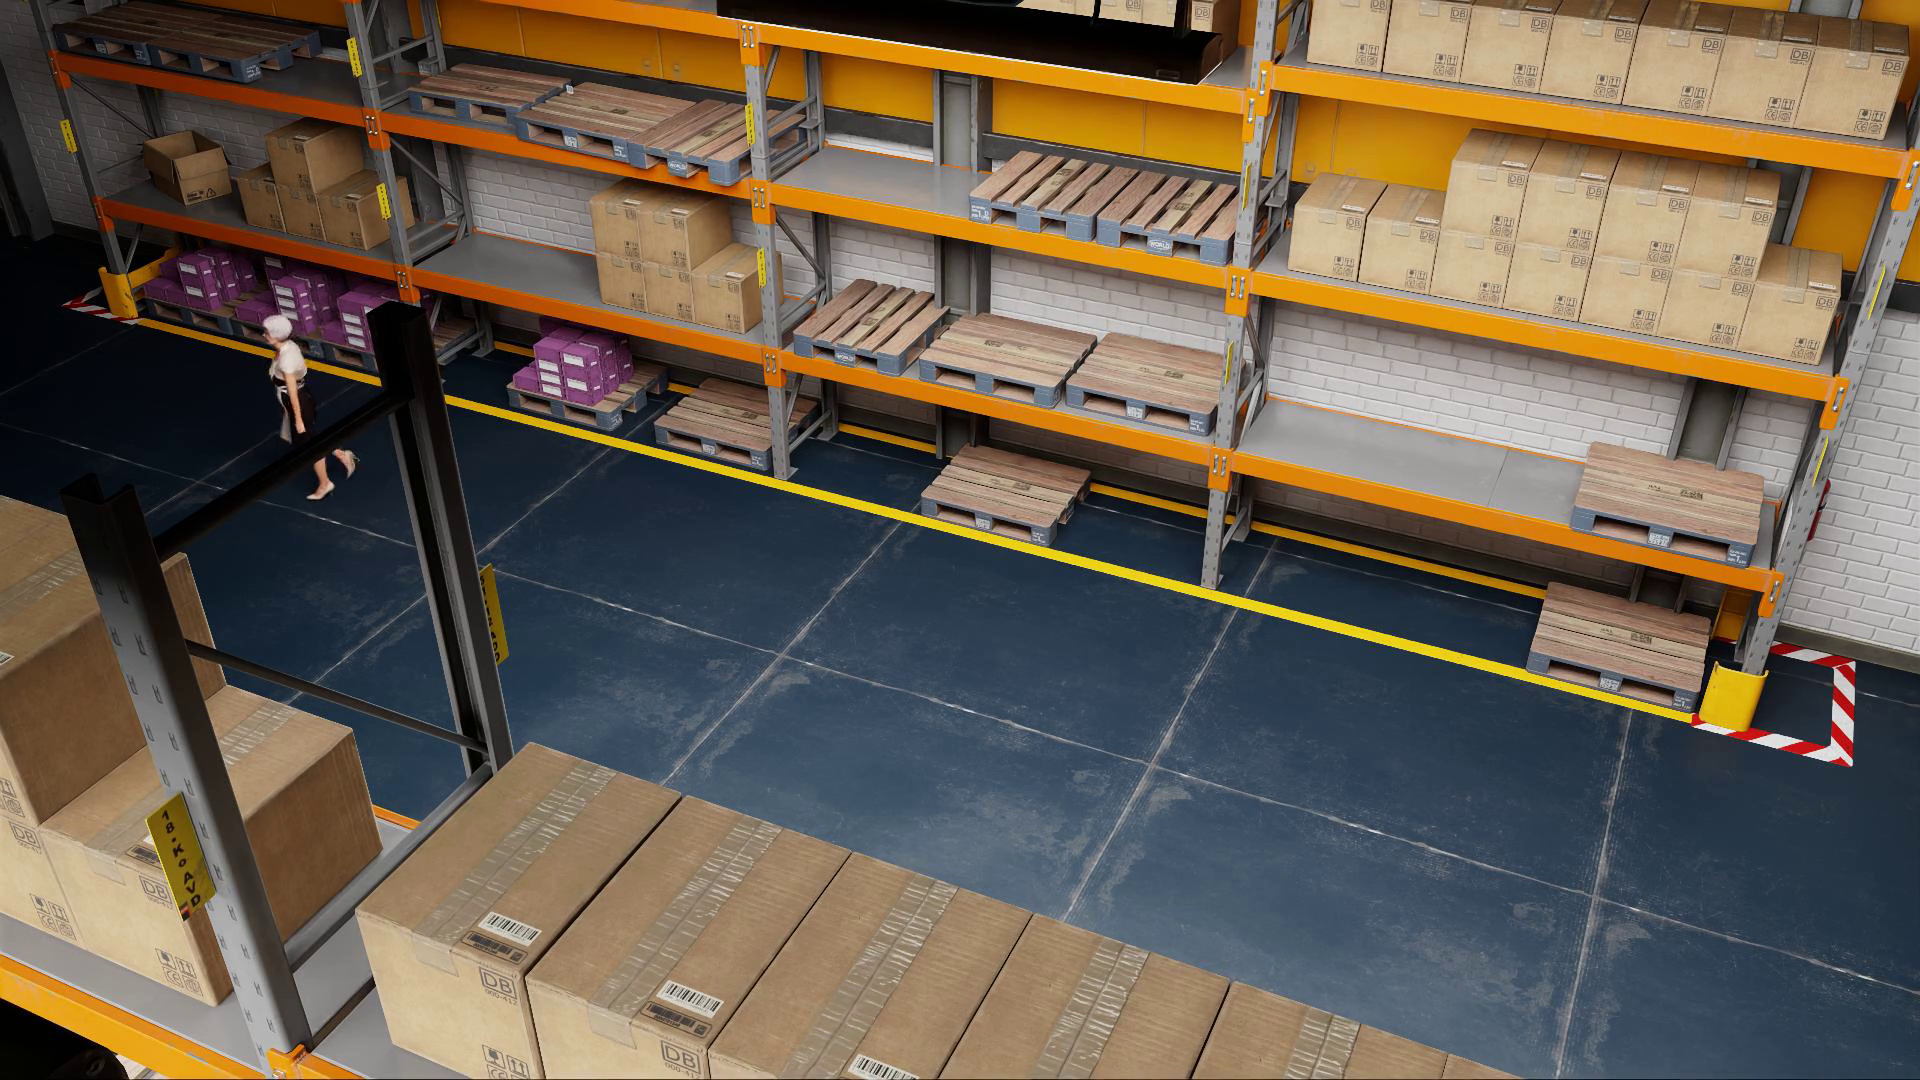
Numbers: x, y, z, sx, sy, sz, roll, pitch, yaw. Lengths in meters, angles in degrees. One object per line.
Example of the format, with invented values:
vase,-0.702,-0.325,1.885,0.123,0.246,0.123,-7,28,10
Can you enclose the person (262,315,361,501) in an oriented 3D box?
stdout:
person,-5.537,-1.133,14.213,0.965,1.744,0.908,-12,36,-18
